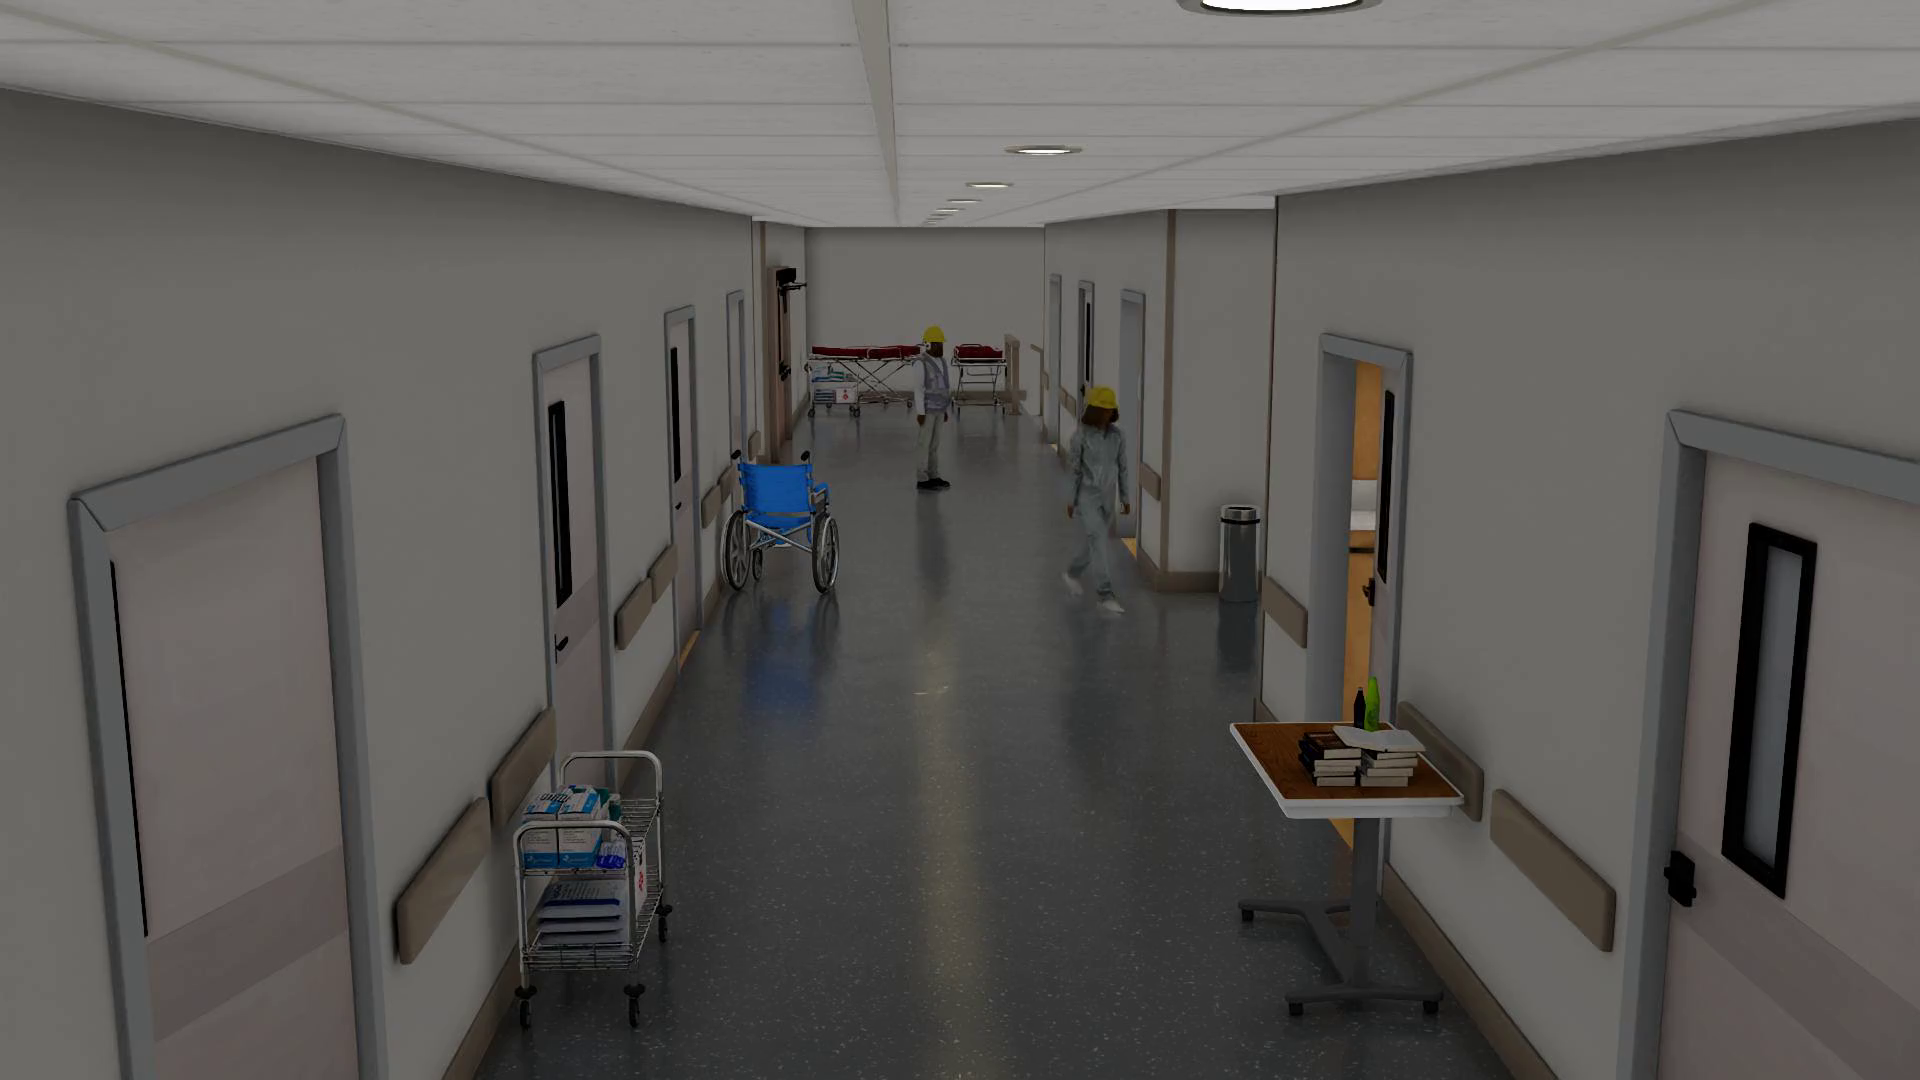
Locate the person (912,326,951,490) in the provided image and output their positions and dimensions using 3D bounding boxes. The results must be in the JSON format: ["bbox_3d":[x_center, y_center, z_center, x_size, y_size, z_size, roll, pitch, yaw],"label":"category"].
[{"bbox_3d":[-0.305,-1.485,18.706,0.404,1.834,0.591,6,12,29],"label":"person"}]

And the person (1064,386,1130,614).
[{"bbox_3d":[1.015,-0.345,12.716,0.489,1.702,0.868,-6,12,-32],"label":"person"}]
